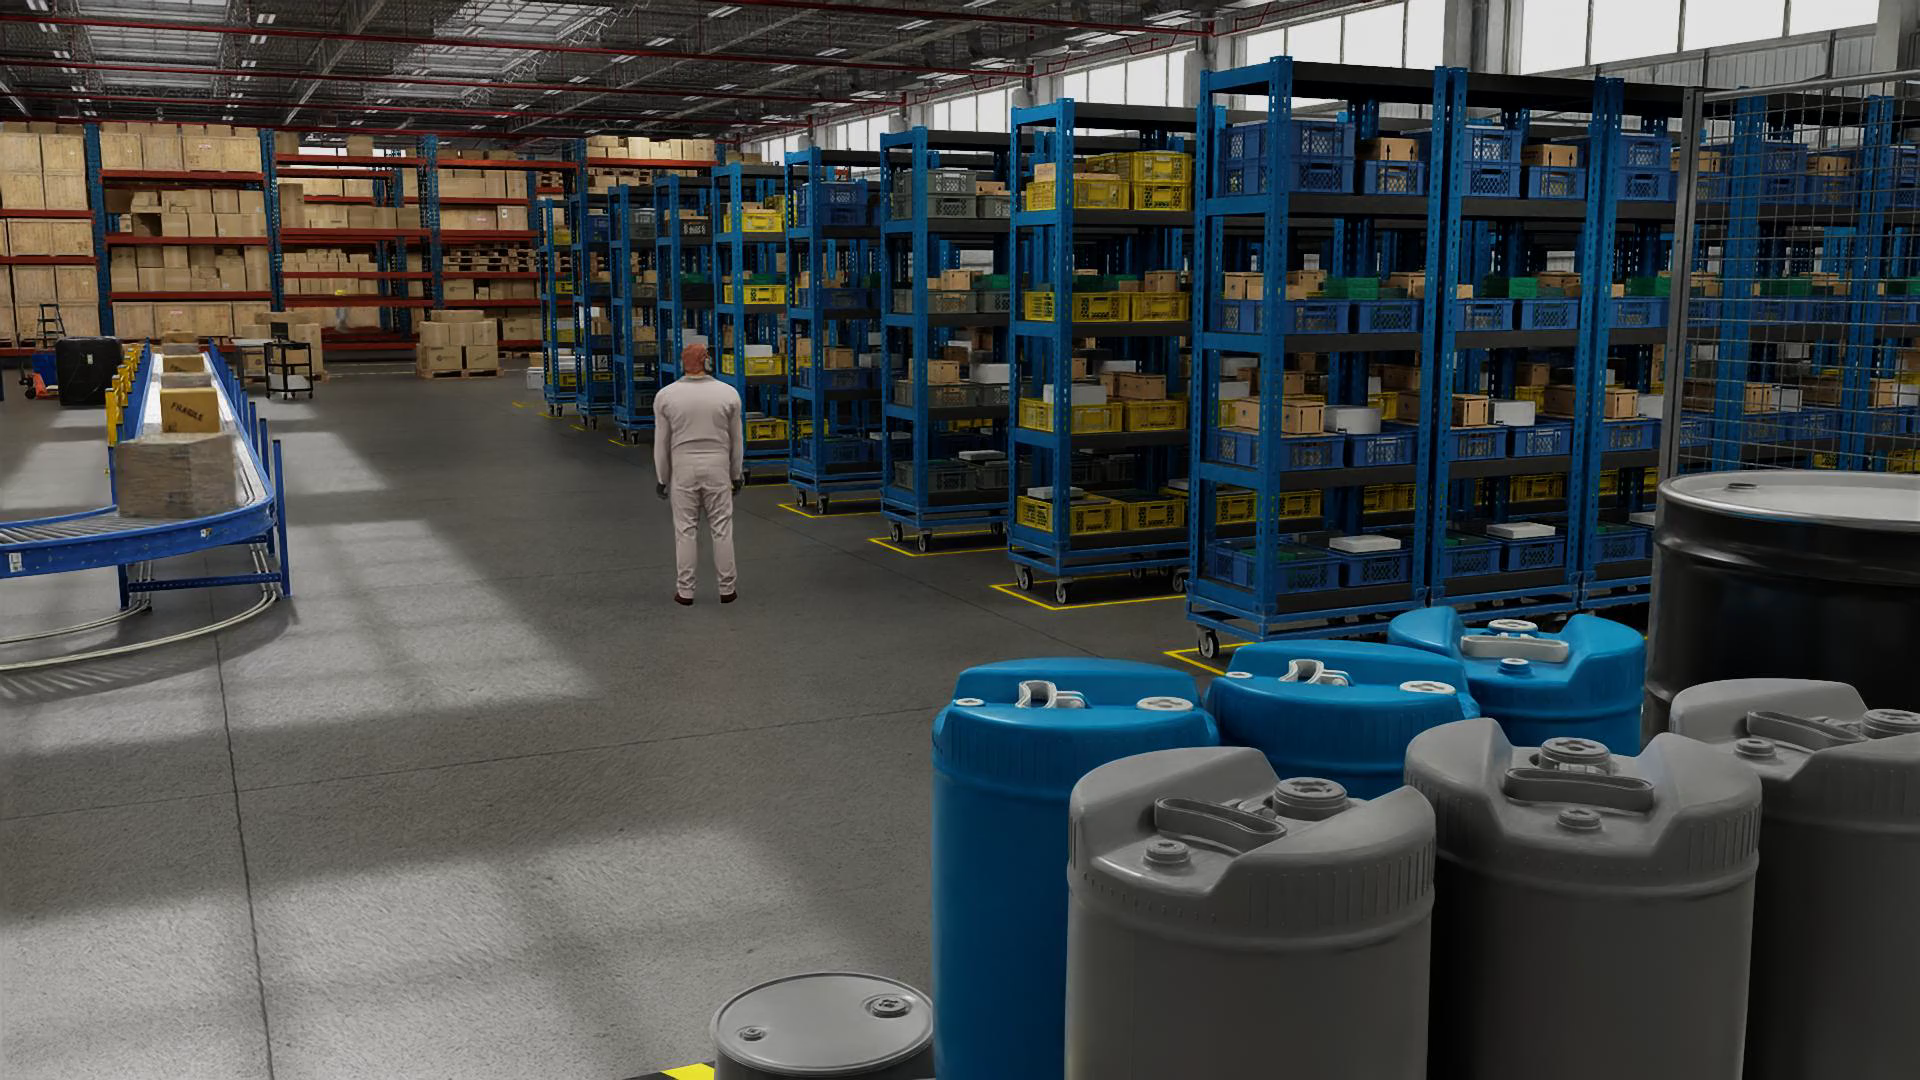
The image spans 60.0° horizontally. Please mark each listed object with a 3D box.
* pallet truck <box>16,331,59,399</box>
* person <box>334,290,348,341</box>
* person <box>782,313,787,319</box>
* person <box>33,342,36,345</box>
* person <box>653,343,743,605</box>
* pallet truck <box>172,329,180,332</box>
[{"bbox_3d":[-17.082,-3.353,31.781,1.630,1.274,0.653,-4,10,-25],"label":"pallet truck"},{"bbox_3d":[-20.458,-7.337,54.920,0.440,1.818,0.612,-3,10,-18],"label":"person"},{"bbox_3d":[-4.646,-5.976,45.953,0.607,1.987,0.409,-5,11,-31],"label":"person"},{"bbox_3d":[-24.247,-5.458,43.806,0.285,1.634,0.499,9,12,43],"label":"person"},{"bbox_3d":[-1.891,-0.473,12.065,0.640,1.901,0.401,-2,9,-12],"label":"person"},{"bbox_3d":[-17.275,-3.851,35.096,1.601,1.201,0.680,0,9,1],"label":"pallet truck"}]
